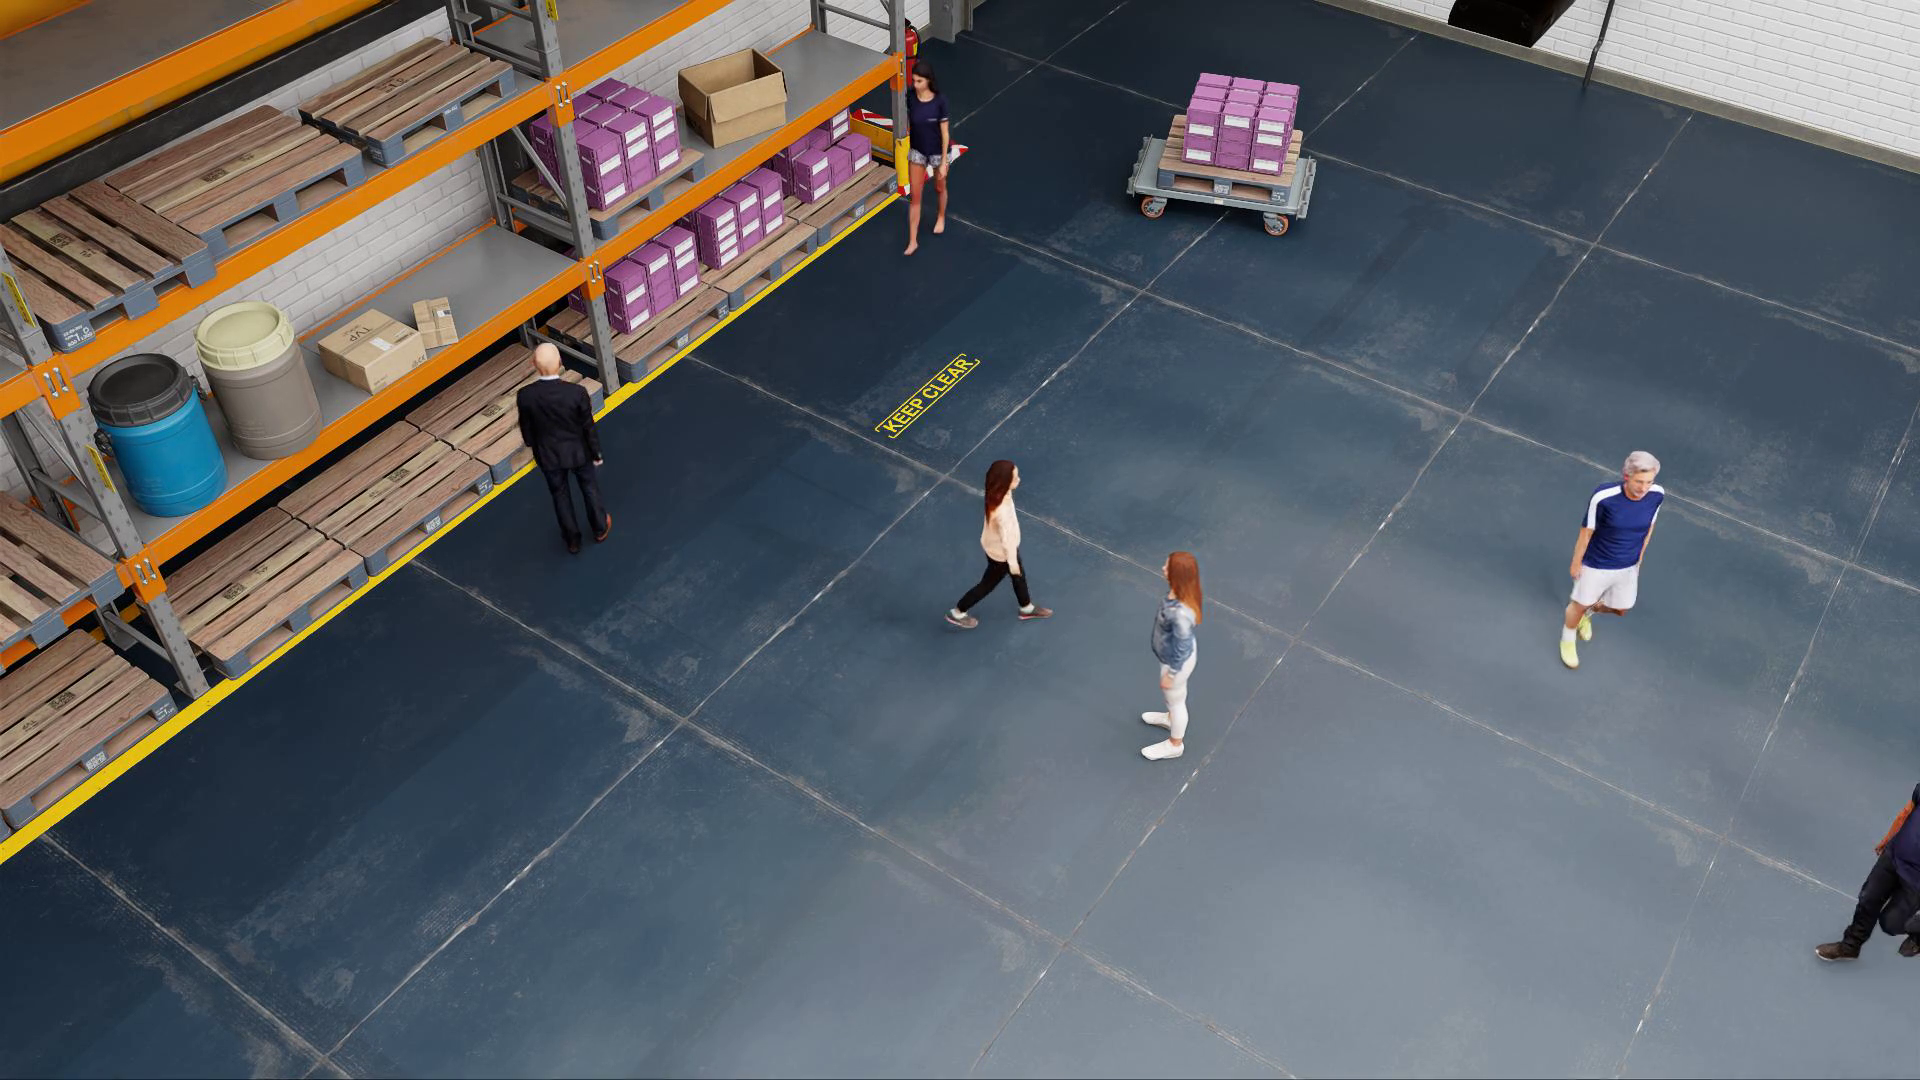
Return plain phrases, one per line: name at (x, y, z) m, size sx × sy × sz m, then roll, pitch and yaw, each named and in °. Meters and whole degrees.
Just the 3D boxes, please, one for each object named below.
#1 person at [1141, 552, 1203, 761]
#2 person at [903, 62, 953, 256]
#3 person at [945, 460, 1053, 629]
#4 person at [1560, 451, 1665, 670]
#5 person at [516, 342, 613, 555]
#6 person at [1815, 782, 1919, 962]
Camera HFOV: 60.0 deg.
person at (1.353, 0.712, 10.348) m, size 0.750 × 1.700 × 0.622 m, roll 4°, pitch 44°, yaw 4°
person at (-0.231, -3.451, 14.698) m, size 0.800 × 1.729 × 1.071 m, roll 11°, pitch 45°, yaw 11°
person at (0.211, 0.067, 11.206) m, size 0.993 × 1.451 × 0.999 m, roll -1°, pitch 44°, yaw -1°
person at (4.238, 0.084, 10.966) m, size 0.811 × 1.759 × 0.866 m, roll -4°, pitch 44°, yaw -4°
person at (-2.799, -0.593, 11.652) m, size 0.829 × 1.792 × 0.888 m, roll -6°, pitch 44°, yaw -7°
person at (5.324, 1.797, 9.154) m, size 1.003 × 1.777 × 0.935 m, roll -8°, pitch 44°, yaw -9°
